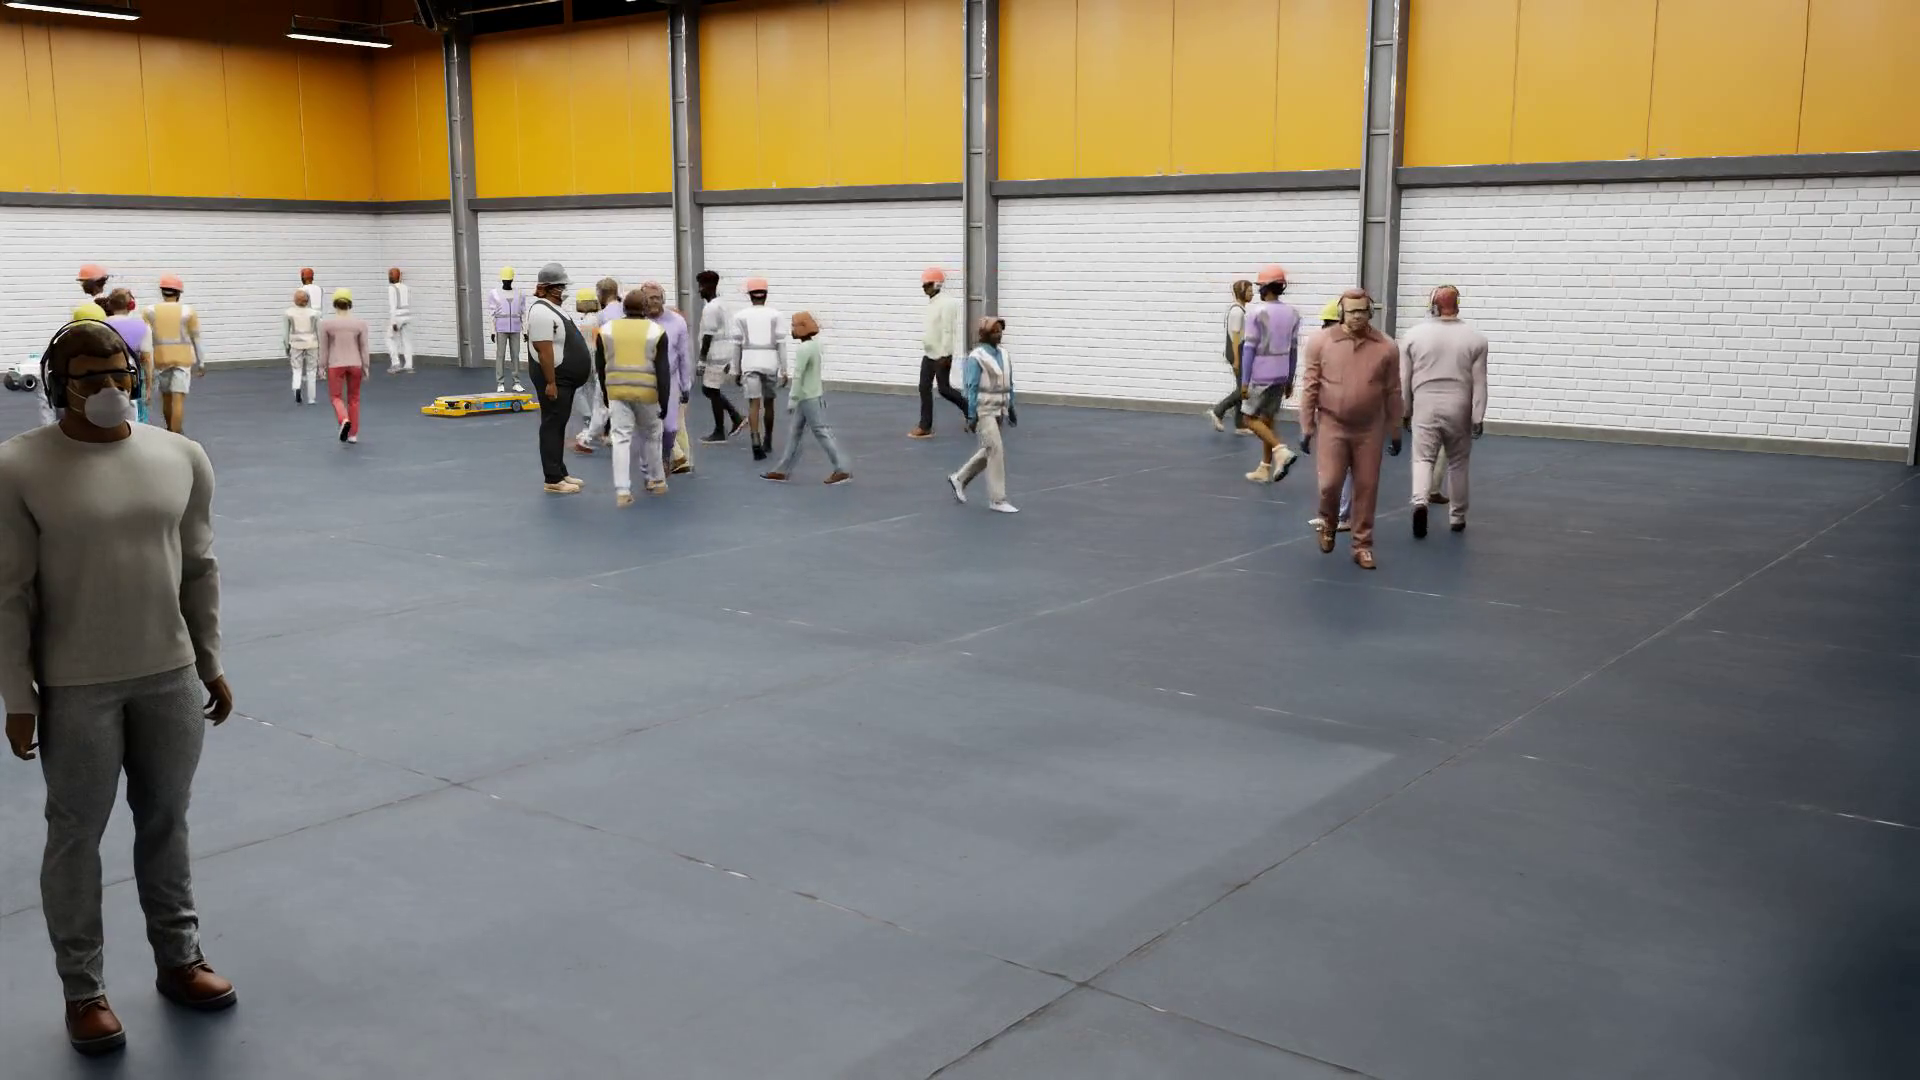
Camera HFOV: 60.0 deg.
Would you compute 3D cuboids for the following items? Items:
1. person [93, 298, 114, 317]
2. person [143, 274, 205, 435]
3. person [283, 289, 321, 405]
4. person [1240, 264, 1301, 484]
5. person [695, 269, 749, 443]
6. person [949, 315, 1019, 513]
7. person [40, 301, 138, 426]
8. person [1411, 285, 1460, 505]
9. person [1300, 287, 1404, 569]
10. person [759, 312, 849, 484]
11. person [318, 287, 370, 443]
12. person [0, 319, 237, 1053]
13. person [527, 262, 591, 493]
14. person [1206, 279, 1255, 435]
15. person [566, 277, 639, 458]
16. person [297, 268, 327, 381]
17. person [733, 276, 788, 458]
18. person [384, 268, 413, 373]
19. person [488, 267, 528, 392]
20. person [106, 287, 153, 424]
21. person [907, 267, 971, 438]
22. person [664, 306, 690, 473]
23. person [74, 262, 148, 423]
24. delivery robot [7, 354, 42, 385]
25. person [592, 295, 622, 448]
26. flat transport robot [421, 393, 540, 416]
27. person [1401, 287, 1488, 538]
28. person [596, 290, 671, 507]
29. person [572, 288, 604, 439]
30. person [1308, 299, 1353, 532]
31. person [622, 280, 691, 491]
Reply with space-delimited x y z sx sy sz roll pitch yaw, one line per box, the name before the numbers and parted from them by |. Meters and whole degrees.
person | -8.650 -1.596 16.776 0.689 1.673 0.539 -2 10 -13
person | -8.515 -1.929 18.079 0.557 1.885 0.976 -2 10 -12
person | -9.178 -2.690 23.271 0.521 1.626 0.467 -3 10 -14
person | 2.843 -1.488 15.119 0.622 2.022 0.635 -6 11 -31
person | -2.708 -2.035 18.542 0.499 1.945 0.603 0 10 1
person | 0.194 -1.050 13.743 0.724 1.617 0.514 7 12 34
person | -6.016 -0.753 11.516 0.594 1.801 0.843 -5 11 -25
person | 4.053 -1.220 14.047 0.420 1.850 0.565 -9 13 -41
person | 2.653 -0.758 11.261 0.712 1.888 0.500 1 10 3
person | -1.419 -1.297 15.269 0.874 1.582 0.520 1 10 6
person | -6.801 -1.920 18.419 0.535 1.746 0.533 -5 11 -27
person | -2.280 0.378 4.503 0.372 1.940 0.630 7 12 37
person | -3.558 -1.446 14.822 0.537 2.000 0.682 -1 10 -6
person | 3.225 -2.115 19.343 0.505 1.835 0.515 2 10 9
person | -3.564 -1.778 17.234 1.063 1.873 0.639 2 10 12
person | -10.877 -3.609 27.874 0.355 1.884 0.575 4 11 23
person | -2.092 -1.812 17.388 0.551 1.901 0.941 -1 10 -5
person | -10.007 -3.888 29.543 0.577 1.865 0.574 3 10 17
person | -6.934 -3.229 25.559 0.584 1.919 0.382 -6 11 -31
person | -7.901 -1.477 15.693 0.567 1.814 0.925 -2 10 -14
person | -0.191 -2.158 19.160 0.800 1.973 0.613 -6 11 -31
person | -2.764 -1.422 15.923 0.385 1.619 0.507 0 10 3
person | -9.205 -1.984 18.010 0.597 2.029 0.622 -1 10 -4
delivery robot | -14.390 -2.646 25.858 0.477 0.478 0.707 6 11 31
person | -3.719 -1.818 18.018 0.505 1.678 0.548 3 10 17
flat transport robot | -6.367 -1.821 22.149 0.652 0.197 1.431 8 12 37
person | 3.615 -0.955 12.478 0.650 1.870 0.826 3 10 15
person | -2.763 -1.219 14.201 0.645 1.802 0.900 0 10 0
person | -4.234 -1.986 18.869 0.506 1.725 0.518 0 10 -1
person | 2.858 -0.944 12.699 0.314 1.769 0.524 1 10 4
person | -2.766 -1.399 14.995 0.665 1.886 0.561 -3 10 -16
